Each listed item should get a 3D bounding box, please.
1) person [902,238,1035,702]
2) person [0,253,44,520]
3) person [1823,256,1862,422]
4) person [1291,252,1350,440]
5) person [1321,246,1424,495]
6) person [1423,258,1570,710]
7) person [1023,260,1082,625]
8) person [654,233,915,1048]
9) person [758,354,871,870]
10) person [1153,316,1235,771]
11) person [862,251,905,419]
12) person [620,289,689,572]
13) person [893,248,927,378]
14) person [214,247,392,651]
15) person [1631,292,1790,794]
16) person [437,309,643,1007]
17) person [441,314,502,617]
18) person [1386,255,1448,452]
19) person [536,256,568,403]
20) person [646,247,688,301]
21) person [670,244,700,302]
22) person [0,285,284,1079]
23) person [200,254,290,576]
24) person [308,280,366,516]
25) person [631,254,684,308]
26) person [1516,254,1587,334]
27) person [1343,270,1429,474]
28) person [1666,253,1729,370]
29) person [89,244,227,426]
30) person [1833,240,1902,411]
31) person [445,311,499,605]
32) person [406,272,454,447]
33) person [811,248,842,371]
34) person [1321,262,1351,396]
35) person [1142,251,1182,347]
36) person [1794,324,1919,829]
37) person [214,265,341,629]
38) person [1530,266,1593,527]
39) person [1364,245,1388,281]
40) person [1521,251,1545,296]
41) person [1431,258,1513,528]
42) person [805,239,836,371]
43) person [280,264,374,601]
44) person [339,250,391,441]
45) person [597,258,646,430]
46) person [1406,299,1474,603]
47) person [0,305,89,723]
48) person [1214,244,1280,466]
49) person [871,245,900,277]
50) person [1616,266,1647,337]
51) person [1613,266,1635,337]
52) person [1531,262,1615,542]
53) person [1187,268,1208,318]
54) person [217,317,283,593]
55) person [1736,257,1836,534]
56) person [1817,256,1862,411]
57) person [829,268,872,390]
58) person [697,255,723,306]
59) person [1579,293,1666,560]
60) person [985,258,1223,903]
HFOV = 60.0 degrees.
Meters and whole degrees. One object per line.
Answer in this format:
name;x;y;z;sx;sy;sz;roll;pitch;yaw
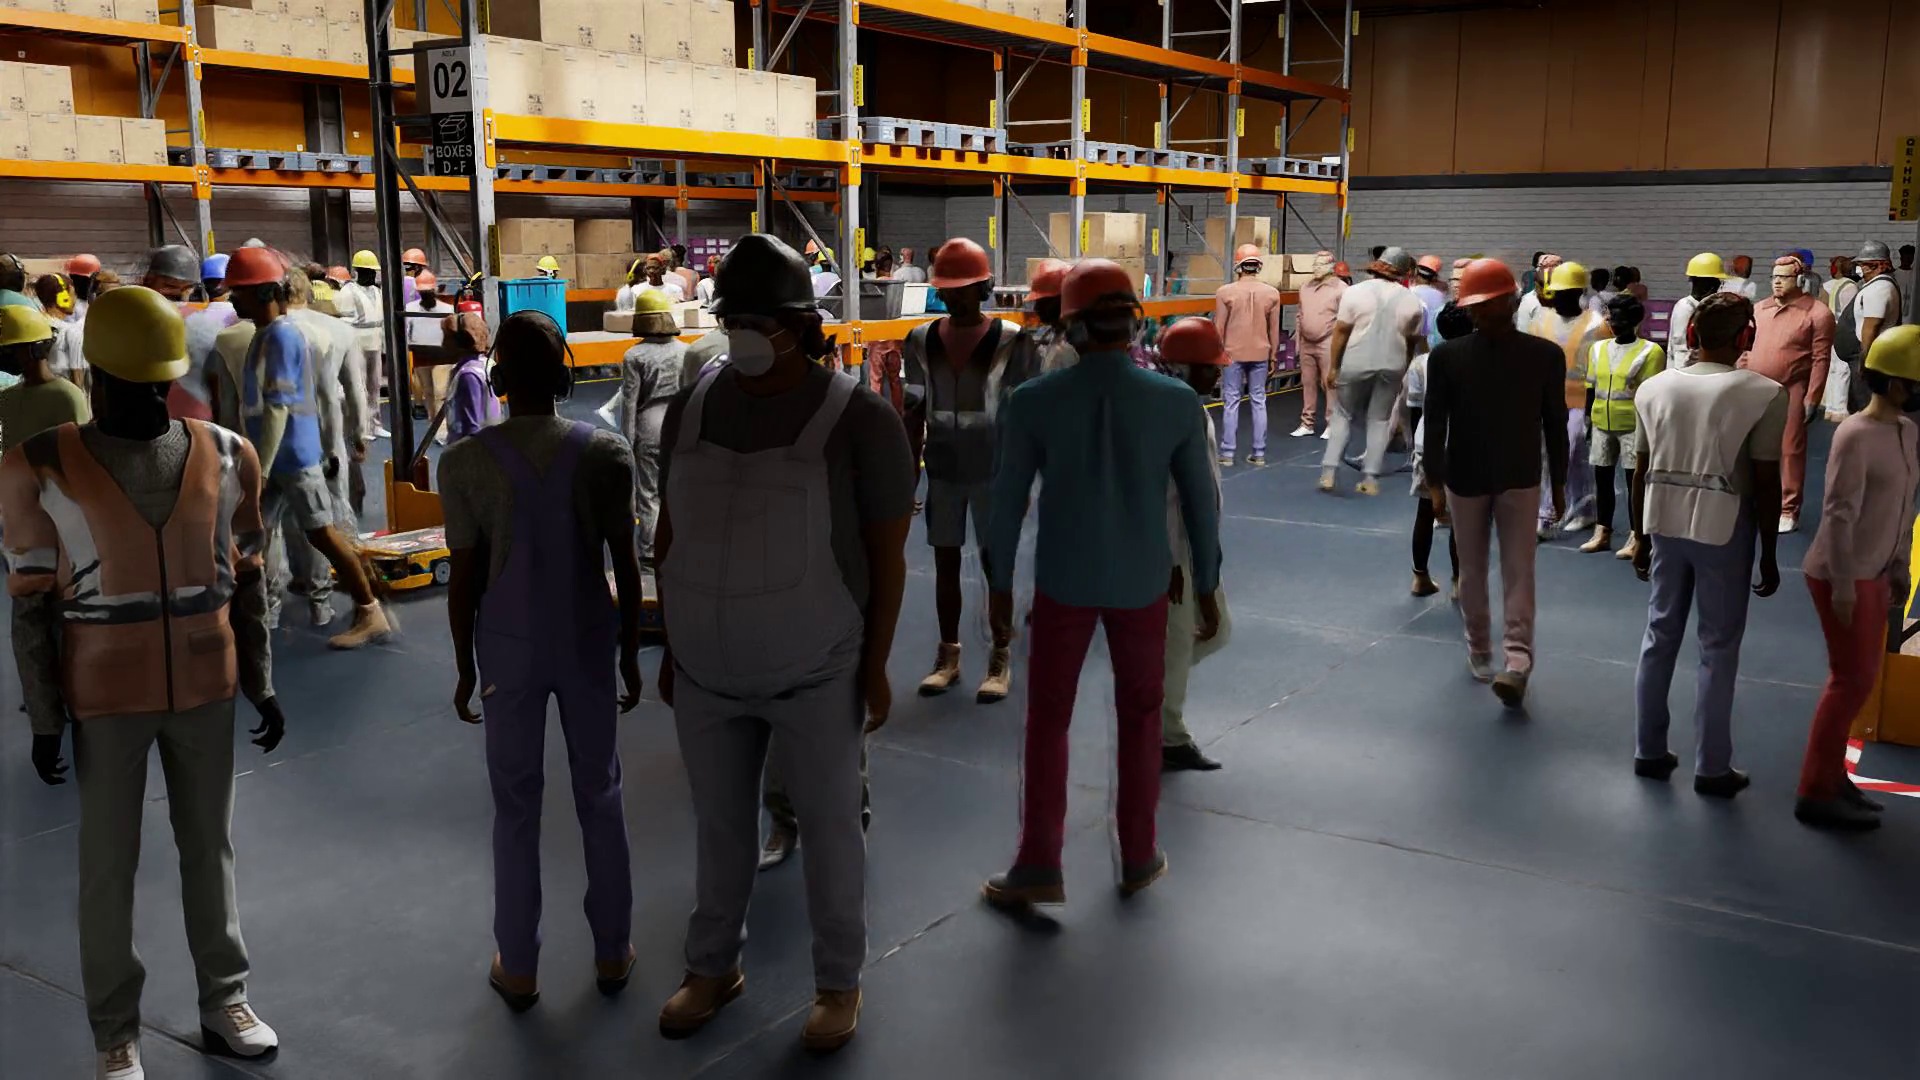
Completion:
person;0.023;-0.299;7.325;0.611;2.032;0.411;4;11;20
person;-6.822;-1.092;12.001;0.629;1.931;0.377;3;11;16
person;9.919;-2.240;18.585;0.429;1.846;0.633;3;11;14
person;3.672;-1.973;16.971;0.396;1.900;0.663;-9;14;-42
person;3.306;-1.389;13.327;0.768;2.000;0.576;0;10;0
person;2.353;-0.252;7.330;0.628;1.936;1.000;4;11;19
person;0.511;-0.461;8.518;0.390;1.926;0.550;-1;10;-3
person;-0.484;0.266;4.158;0.673;2.000;0.536;3;11;17
person;-0.503;0.216;5.302;0.489;1.731;0.321;2;10;9
person;0.837;0.015;6.372;0.407;1.738;0.571;6;12;29
person;-0.783;-2.099;17.641;0.599;1.909;0.398;-8;13;-39
person;-1.797;-0.609;9.862;0.492;1.738;0.308;-8;13;-39
person;-0.782;-3.331;24.461;0.401;1.906;0.650;9;14;41
person;-3.279;-0.400;8.007;1.045;1.994;0.642;-7;13;-35
person;2.723;0.014;6.127;0.394;1.836;0.560;-8;13;-36
person;-1.096;0.318;4.410;0.508;1.846;0.345;-4;11;-20
person;-2.619;-0.402;9.001;0.315;1.632;0.528;-3;11;-14
person;4.323;-1.765;15.871;0.612;1.887;0.427;-6;12;-29
person;-5.122;-2.605;20.685;0.404;1.823;0.591;-9;13;-39
person;-3.310;-2.344;18.904;0.635;1.937;0.356;6;12;30
person;-3.911;-3.138;23.228;0.606;1.966;0.367;-6;12;-30
person;-1.928;0.357;3.994;0.585;1.918;0.377;-9;14;-41
person;-4.309;-0.710;9.850;0.602;1.938;0.401;-2;11;-13
person;-4.637;-1.024;12.167;0.486;1.736;0.361;-6;12;-32
person;-3.105;-1.980;17.040;0.574;1.883;0.355;0;10;1
person;4.999;-1.479;14.224;0.644;1.900;0.399;-3;11;-16
person;3.686;-1.443;14.296;0.987;1.791;0.591;-4;11;-22
person;5.462;-1.163;12.391;0.385;1.925;0.591;7;12;35
person;-4.244;-0.594;8.921;0.740;2.000;0.585;-1;10;-8
person;8.228;-1.712;15.117;0.536;2.000;0.684;7;12;33
person;-2.696;-0.454;9.289;0.315;1.632;0.526;1;10;5
person;-5.209;-1.773;16.371;0.554;1.704;0.888;-1;10;-3
person;-1.683;-2.739;21.127;0.593;1.922;0.384;-3;11;-14
person;4.941;-2.746;21.675;0.585;1.743;0.361;-3;11;-18
person;3.072;-3.472;25.404;0.953;1.852;0.615;-10;14;-43
person;3.127;0.131;5.726;0.588;1.749;0.382;-9;14;-42
person;-3.542;-0.488;8.702;0.585;1.912;0.383;-4;11;-22
person;4.208;-0.997;11.711;0.579;1.844;0.451;-6;12;-31
person;6.397;-3.495;25.300;0.645;1.932;0.605;4;11;20
person;9.035;-3.590;26.068;0.517;1.842;0.327;8;13;37
person;3.473;-0.982;11.490;0.395;1.899;0.667;-7;12;-33
person;-1.823;-2.855;21.478;0.606;2.035;0.403;-8;13;-38
person;-3.609;-0.582;9.296;0.648;1.900;0.809;-7;12;-33
person;-6.007;-1.965;16.868;0.388;1.919;0.588;4;11;19
person;-3.442;-1.985;17.185;0.522;1.837;0.576;0;10;-3
person;2.750;-0.497;9.336;0.322;1.697;0.532;-8;13;-39
person;-3.852;-0.106;7.019;0.522;1.757;0.349;5;12;27
person;2.562;-1.654;14.959;0.613;1.987;0.408;-2;10;-9
person;-1.254;-3.945;27.772;0.630;1.940;0.372;-6;12;-32
person;10.688;-3.567;26.571;0.505;1.608;0.734;9;14;42
person;8.298;-2.587;20.916;0.321;1.697;0.530;2;10;9
person;4.123;-0.937;11.288;1.003;1.871;0.601;-6;12;-32
person;3.517;-3.286;24.696;0.333;1.735;0.487;-3;11;-17
person;-4.082;-0.487;9.536;0.458;1.607;0.551;8;13;39
person;5.679;-1.003;11.562;0.410;1.909;0.643;-7;12;-34
person;10.397;-2.434;19.704;0.565;1.836;0.389;-3;11;-18
person;-1.136;-2.179;18.086;0.598;1.908;0.410;-5;11;-24
person;-2.923;-2.463;19.823;0.377;1.842;0.570;5;11;24
person;4.226;-0.727;10.642;0.319;1.689;0.537;-7;13;-35
person;0.430;0.146;5.057;0.715;1.974;0.624;1;10;3
